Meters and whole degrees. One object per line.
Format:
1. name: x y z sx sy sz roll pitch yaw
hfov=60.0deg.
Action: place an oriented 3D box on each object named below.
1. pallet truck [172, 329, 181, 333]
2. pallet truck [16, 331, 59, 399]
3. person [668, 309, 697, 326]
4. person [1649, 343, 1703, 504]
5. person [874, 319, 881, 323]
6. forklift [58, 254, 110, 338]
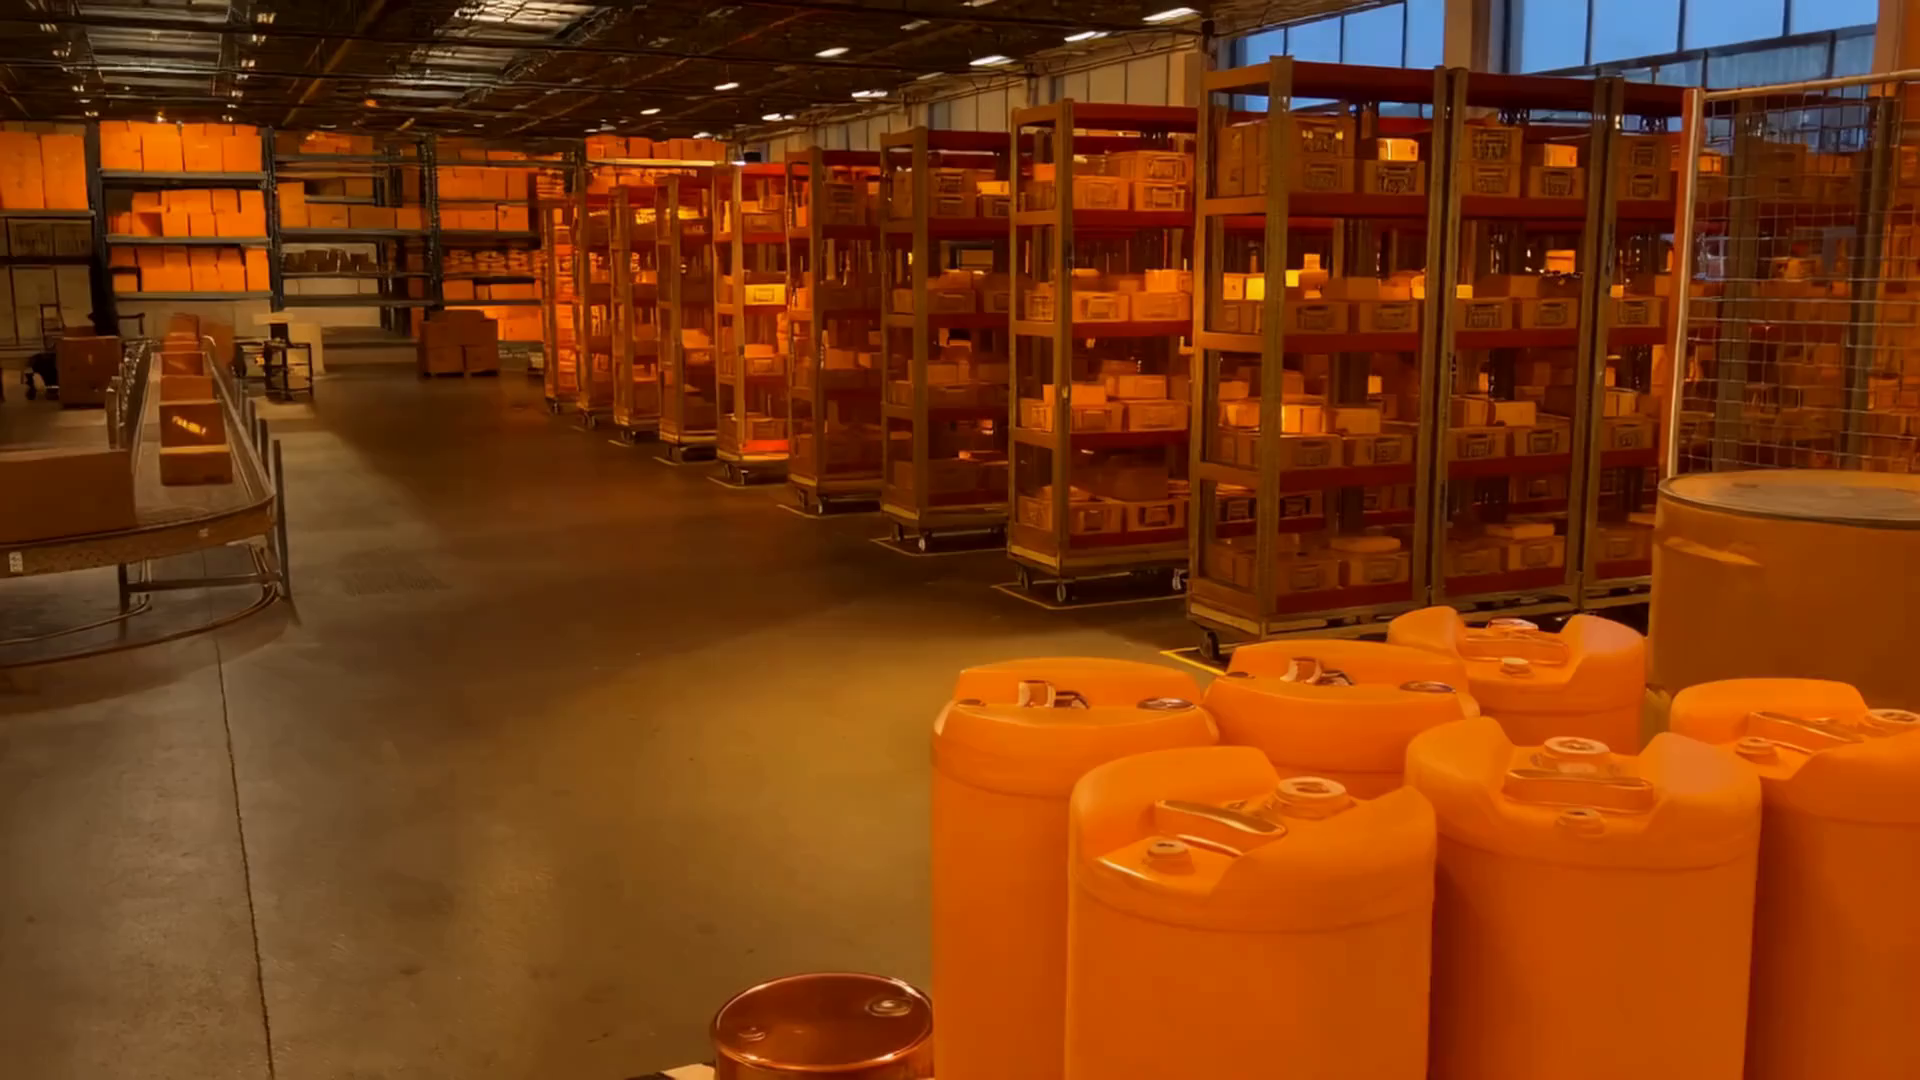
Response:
1. pallet truck: -17.275 -3.851 35.096 1.601 1.201 0.680 0 9 1
2. pallet truck: -17.082 -3.353 31.781 1.630 1.274 0.653 -4 10 -25
3. person: -5.991 -4.405 36.251 0.652 1.955 0.933 -6 11 -33
4. person: 7.238 -1.218 16.842 0.564 1.846 0.394 -4 10 -22
5. person: -1.603 -4.532 37.377 0.670 1.858 1.039 -1 9 -8
6. forklift: -20.500 -5.404 39.615 1.873 2.768 1.129 -4 10 -26
